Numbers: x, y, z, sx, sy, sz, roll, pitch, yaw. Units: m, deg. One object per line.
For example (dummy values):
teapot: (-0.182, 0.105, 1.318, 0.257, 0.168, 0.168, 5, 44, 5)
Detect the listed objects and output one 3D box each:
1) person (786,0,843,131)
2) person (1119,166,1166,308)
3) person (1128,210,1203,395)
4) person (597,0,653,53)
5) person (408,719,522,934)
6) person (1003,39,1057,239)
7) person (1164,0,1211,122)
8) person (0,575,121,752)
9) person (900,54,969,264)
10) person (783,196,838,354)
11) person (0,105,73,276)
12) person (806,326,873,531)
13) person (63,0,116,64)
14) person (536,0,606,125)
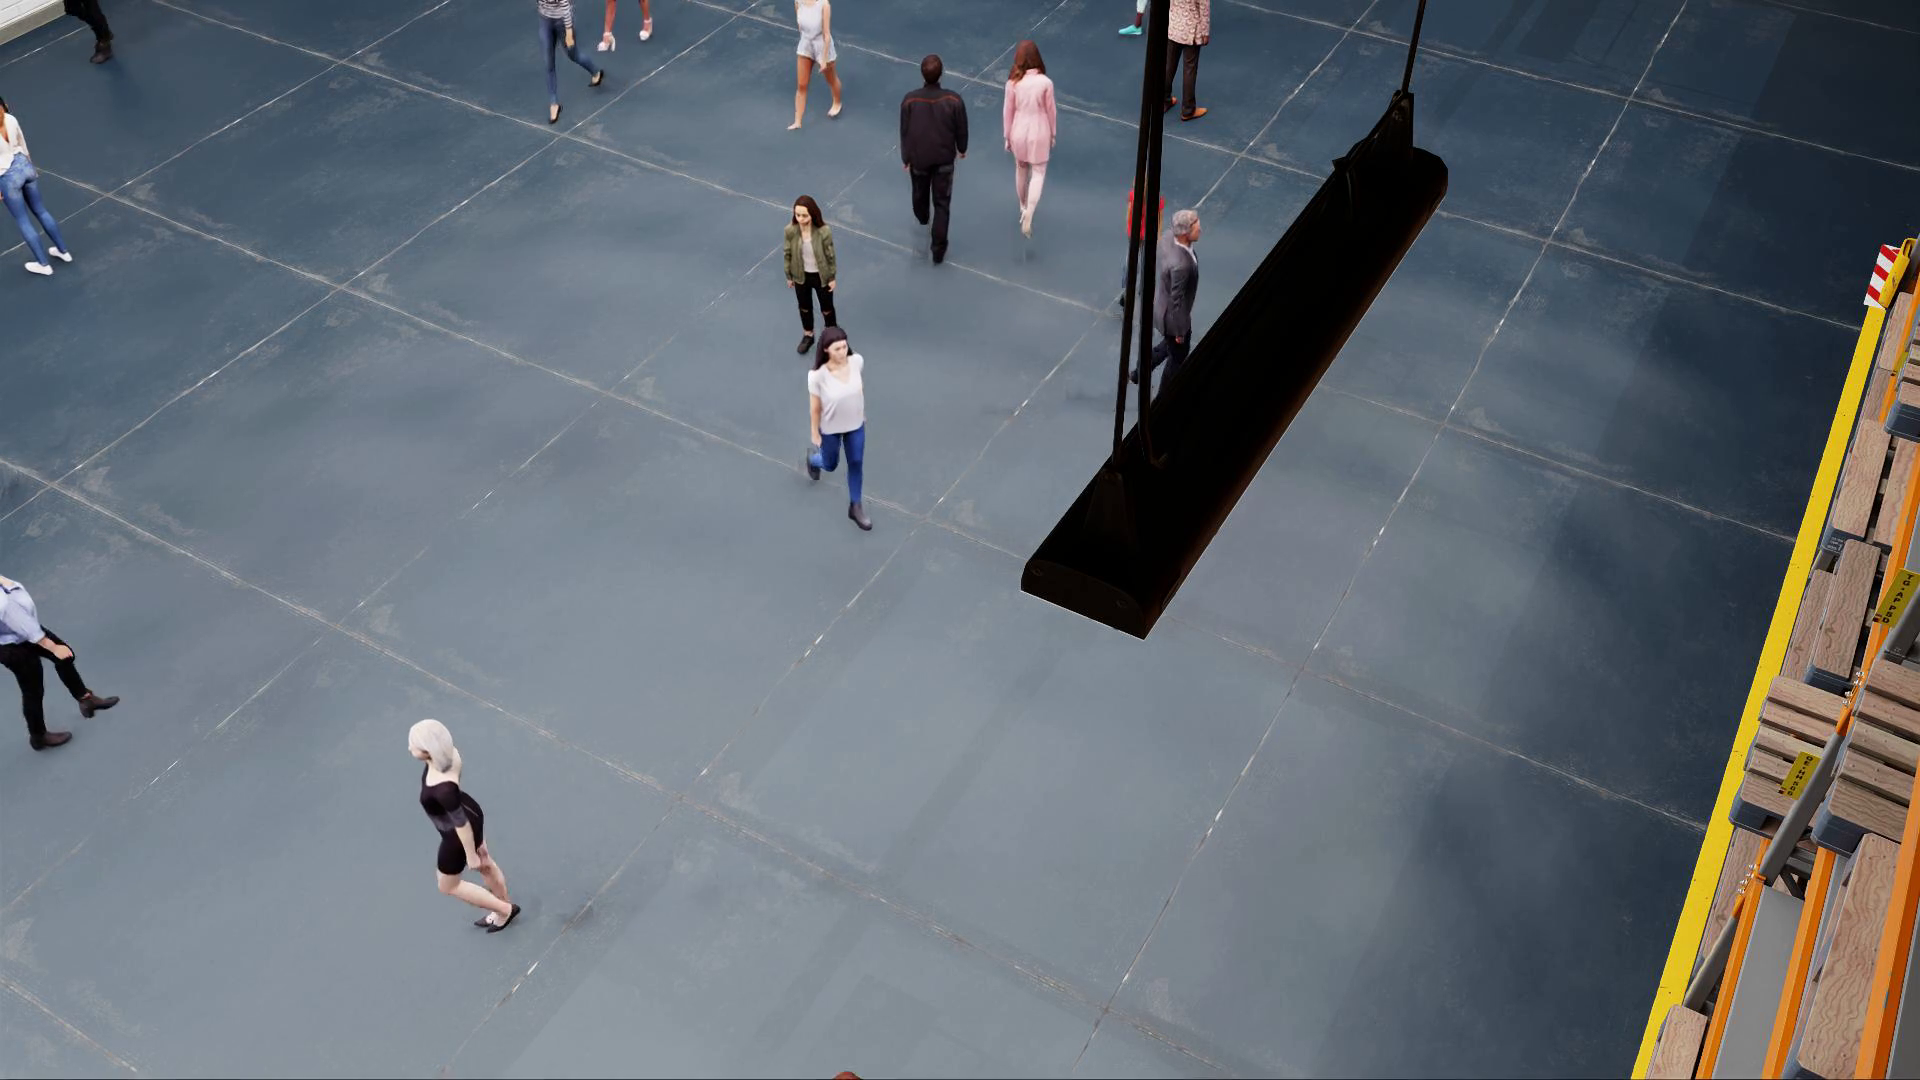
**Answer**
person: (-1.336, -4.791, 16.116, 0.616, 1.569, 1.029, 19, 47, 18)
person: (1.509, -2.538, 13.949, 0.567, 1.295, 0.812, 14, 45, 14)
person: (1.569, -1.747, 12.737, 0.981, 1.822, 0.910, -3, 44, -3)
person: (-3.414, -5.982, 17.230, 0.600, 1.757, 1.021, 18, 46, 18)
person: (-2.670, 1.601, 9.222, 0.785, 1.824, 0.720, -8, 44, -8)
person: (0.607, -3.473, 14.580, 0.843, 1.780, 1.069, 6, 44, 6)
person: (2.183, -4.963, 16.123, 0.735, 1.809, 0.667, 33, 52, 29)
person: (-5.863, 0.704, 10.237, 0.933, 1.722, 0.826, -26, 50, -25)
person: (-0.239, -3.230, 14.314, 1.061, 1.795, 1.231, 1, 44, 1)
person: (-1.184, -2.136, 13.397, 0.640, 1.475, 0.606, 6, 44, 7)
person: (-8.061, -3.086, 14.212, 0.704, 1.726, 0.519, 14, 45, 14)
person: (-0.903, -0.847, 11.907, 1.032, 1.665, 0.944, -26, 49, -25)
person: (-8.999, -5.792, 17.021, 0.654, 1.770, 0.677, 19, 47, 19)
person: (-3.863, -4.992, 16.205, 0.697, 1.737, 1.145, 24, 49, 23)
